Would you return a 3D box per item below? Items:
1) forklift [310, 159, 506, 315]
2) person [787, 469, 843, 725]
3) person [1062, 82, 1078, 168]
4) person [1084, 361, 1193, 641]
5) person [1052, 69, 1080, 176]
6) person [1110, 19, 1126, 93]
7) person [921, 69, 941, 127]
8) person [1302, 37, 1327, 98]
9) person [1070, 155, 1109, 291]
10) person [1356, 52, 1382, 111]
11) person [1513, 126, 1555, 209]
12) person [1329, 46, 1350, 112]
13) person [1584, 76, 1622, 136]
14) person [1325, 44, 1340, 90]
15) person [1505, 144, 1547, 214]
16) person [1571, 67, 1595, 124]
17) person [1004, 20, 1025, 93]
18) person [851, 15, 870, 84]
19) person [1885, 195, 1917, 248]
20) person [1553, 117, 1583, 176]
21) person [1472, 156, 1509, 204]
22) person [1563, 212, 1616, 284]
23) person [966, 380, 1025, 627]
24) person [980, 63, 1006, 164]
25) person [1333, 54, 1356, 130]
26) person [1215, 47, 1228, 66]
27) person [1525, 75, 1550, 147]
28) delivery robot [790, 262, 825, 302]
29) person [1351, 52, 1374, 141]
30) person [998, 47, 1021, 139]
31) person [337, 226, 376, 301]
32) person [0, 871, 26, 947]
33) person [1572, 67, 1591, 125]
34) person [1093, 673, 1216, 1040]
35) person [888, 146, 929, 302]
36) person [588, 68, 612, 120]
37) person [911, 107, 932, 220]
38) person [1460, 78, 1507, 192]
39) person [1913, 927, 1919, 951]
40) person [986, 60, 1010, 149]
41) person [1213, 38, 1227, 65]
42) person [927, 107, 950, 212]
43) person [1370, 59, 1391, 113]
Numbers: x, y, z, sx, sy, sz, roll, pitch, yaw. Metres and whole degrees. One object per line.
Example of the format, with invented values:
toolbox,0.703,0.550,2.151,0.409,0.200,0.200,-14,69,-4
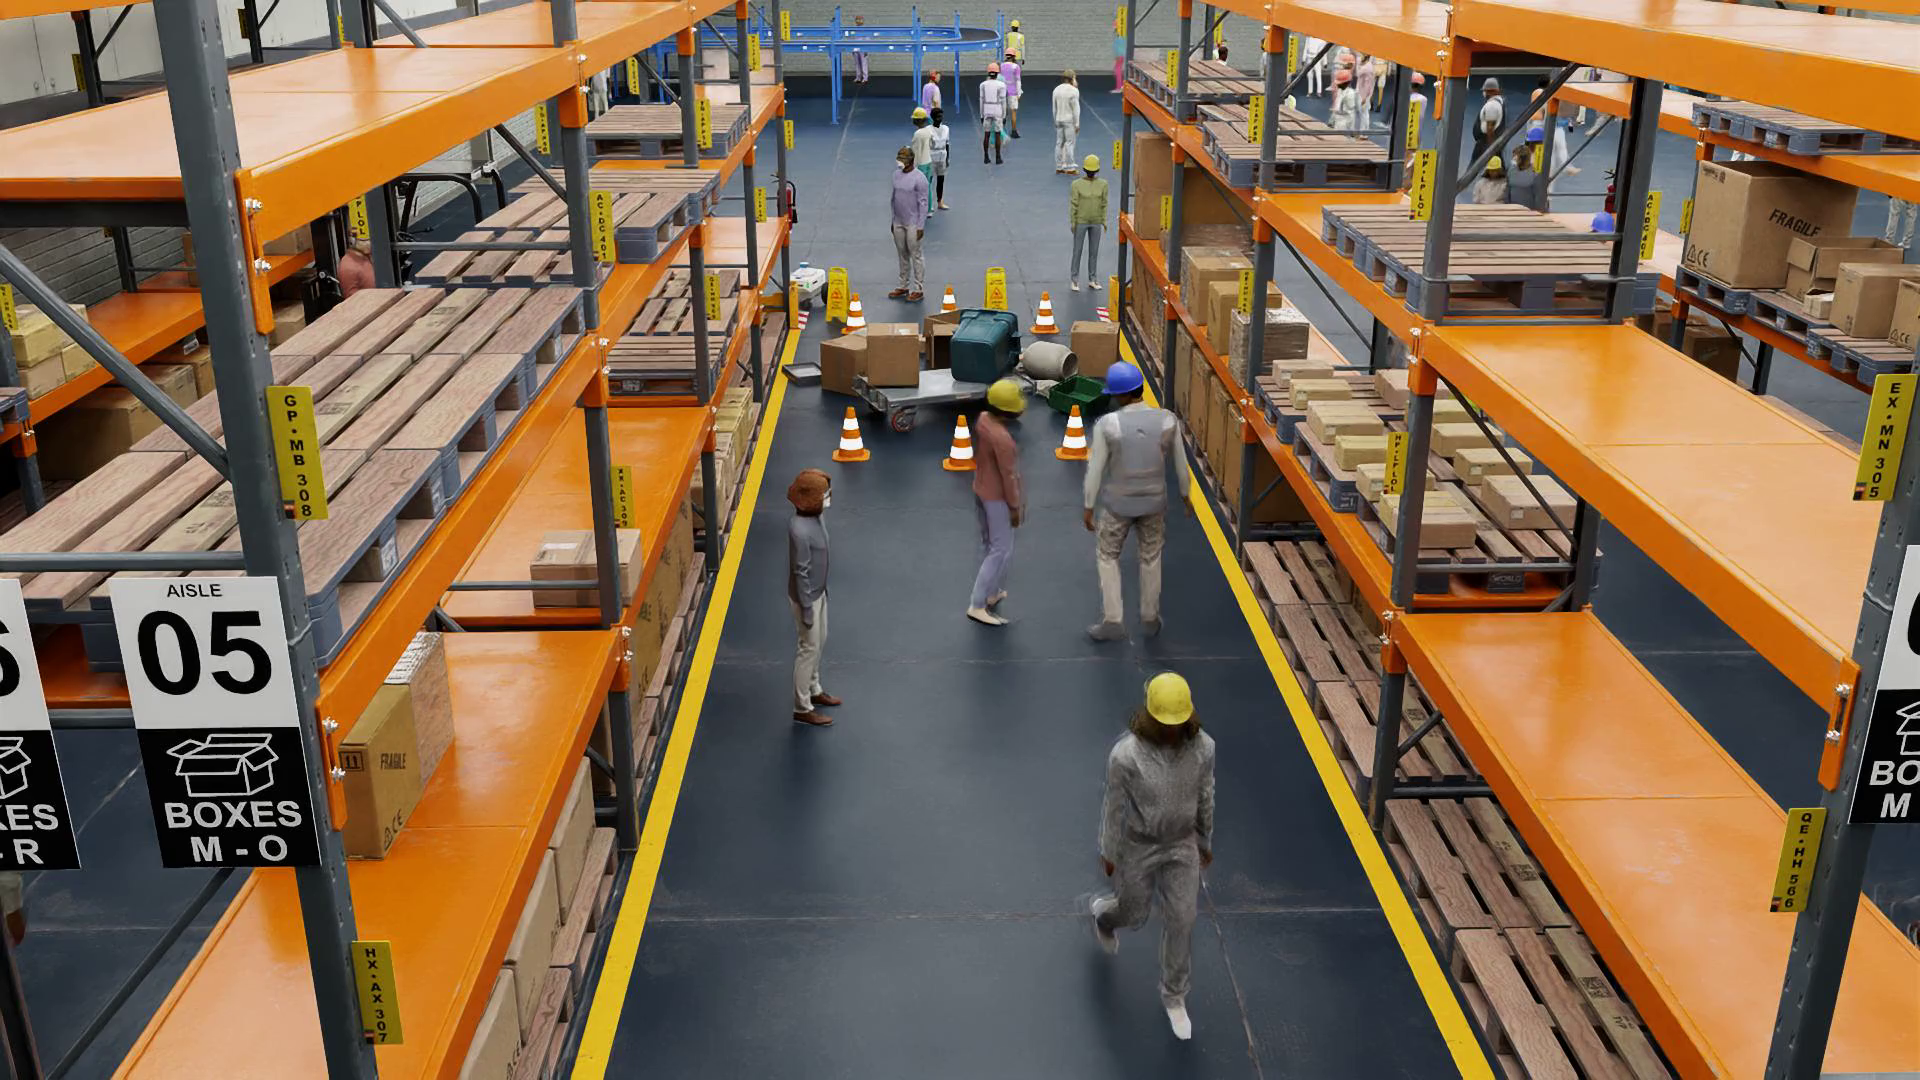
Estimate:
forklift,-5.622,-2.910,17.832,2.313,2.155,1.214,-1,21,-1
person,-0.892,0.341,10.038,0.289,1.623,0.508,2,21,6
person,2.115,-8.009,32.098,0.314,1.625,0.527,9,22,22
person,1.225,-0.248,11.189,0.793,1.926,0.461,-4,21,-10
person,1.998,-7.810,31.144,0.375,1.936,0.627,-18,27,-39
person,4.313,-13.240,45.489,0.468,1.952,0.644,-2,21,-4
person,-0.556,-8.183,32.265,0.394,1.837,0.564,-10,23,-25
person,9.429,-12.676,44.142,0.681,1.847,0.821,14,25,33
person,1.684,-4.128,21.660,0.526,1.760,0.337,-5,21,-14
person,10.026,-11.477,40.871,0.606,1.908,0.426,5,21,13
person,8.018,-4.832,23.304,0.624,1.920,0.876,19,28,41
person,9.373,-11.512,40.911,0.388,1.947,0.614,0,21,0
person,14.310,-9.813,36.292,1.002,2.000,0.725,11,23,27
person,10.489,-13.410,46.007,0.591,1.891,0.705,7,22,18
person,7.256,-4.118,21.418,0.401,1.922,0.713,-9,23,-23
person,14.447,-10.670,38.725,0.596,1.918,0.379,1,21,4
person,1.485,-13.143,45.252,0.586,1.928,0.364,7,22,18
person,-2.877,-14.091,47.789,0.410,1.906,0.642,-19,28,-41
person,13.871,-5.160,24.421,0.486,1.738,0.320,1,21,2
person,11.286,-7.737,31.141,0.943,1.791,0.644,13,24,30
person,6.917,-4.148,21.750,0.514,1.726,0.430,11,23,26
person,6.317,-2.357,16.742,0.627,1.923,0.684,-1,21,-3
person,0.218,-0.279,11.528,0.453,1.725,0.636,-8,22,-19
person,0.653,-8.346,32.576,0.543,1.929,0.386,7,22,18
person,7.862,-8.931,34.048,0.462,1.972,0.643,11,23,27
person,5.709,-9.924,36.778,0.407,1.908,0.597,-5,21,-13
person,11.374,-8.287,32.755,0.324,1.688,0.537,-3,21,-7
delivery robot,-1.943,-3.229,20.825,0.477,0.478,0.707,5,21,12
person,8.665,-9.530,35.685,0.371,1.939,0.629,3,21,7
person,1.093,-9.748,36.274,0.543,1.931,0.371,11,23,27
person,-5.717,-2.105,16.110,0.400,1.905,0.643,0,21,0
person,-4.076,1.455,6.661,0.624,1.926,0.672,-6,21,-15
person,14.467,-10.488,38.656,0.285,1.623,0.510,13,24,31
person,0.851,1.304,7.369,0.498,1.715,0.684,-5,21,-13
person,-0.658,-4.009,21.093,0.371,1.940,0.630,-19,28,-40
person,-7.957,-9.877,36.716,0.505,1.862,0.331,-2,21,-4
person,-0.616,-6.016,26.656,0.351,1.777,0.532,8,22,20
person,9.224,-7.099,29.117,1.036,2.000,0.701,14,25,32
person,4.627,1.241,7.334,0.566,1.853,0.388,-4,21,-10
person,0.759,-9.015,34.487,0.684,1.824,0.525,17,27,38
person,6.250,-11.228,40.329,0.397,1.832,0.570,16,26,36
person,-0.400,-6.279,27.441,0.532,1.690,0.322,-14,25,-33
person,10.327,-11.546,41.081,0.597,1.890,0.877,2,21,4
